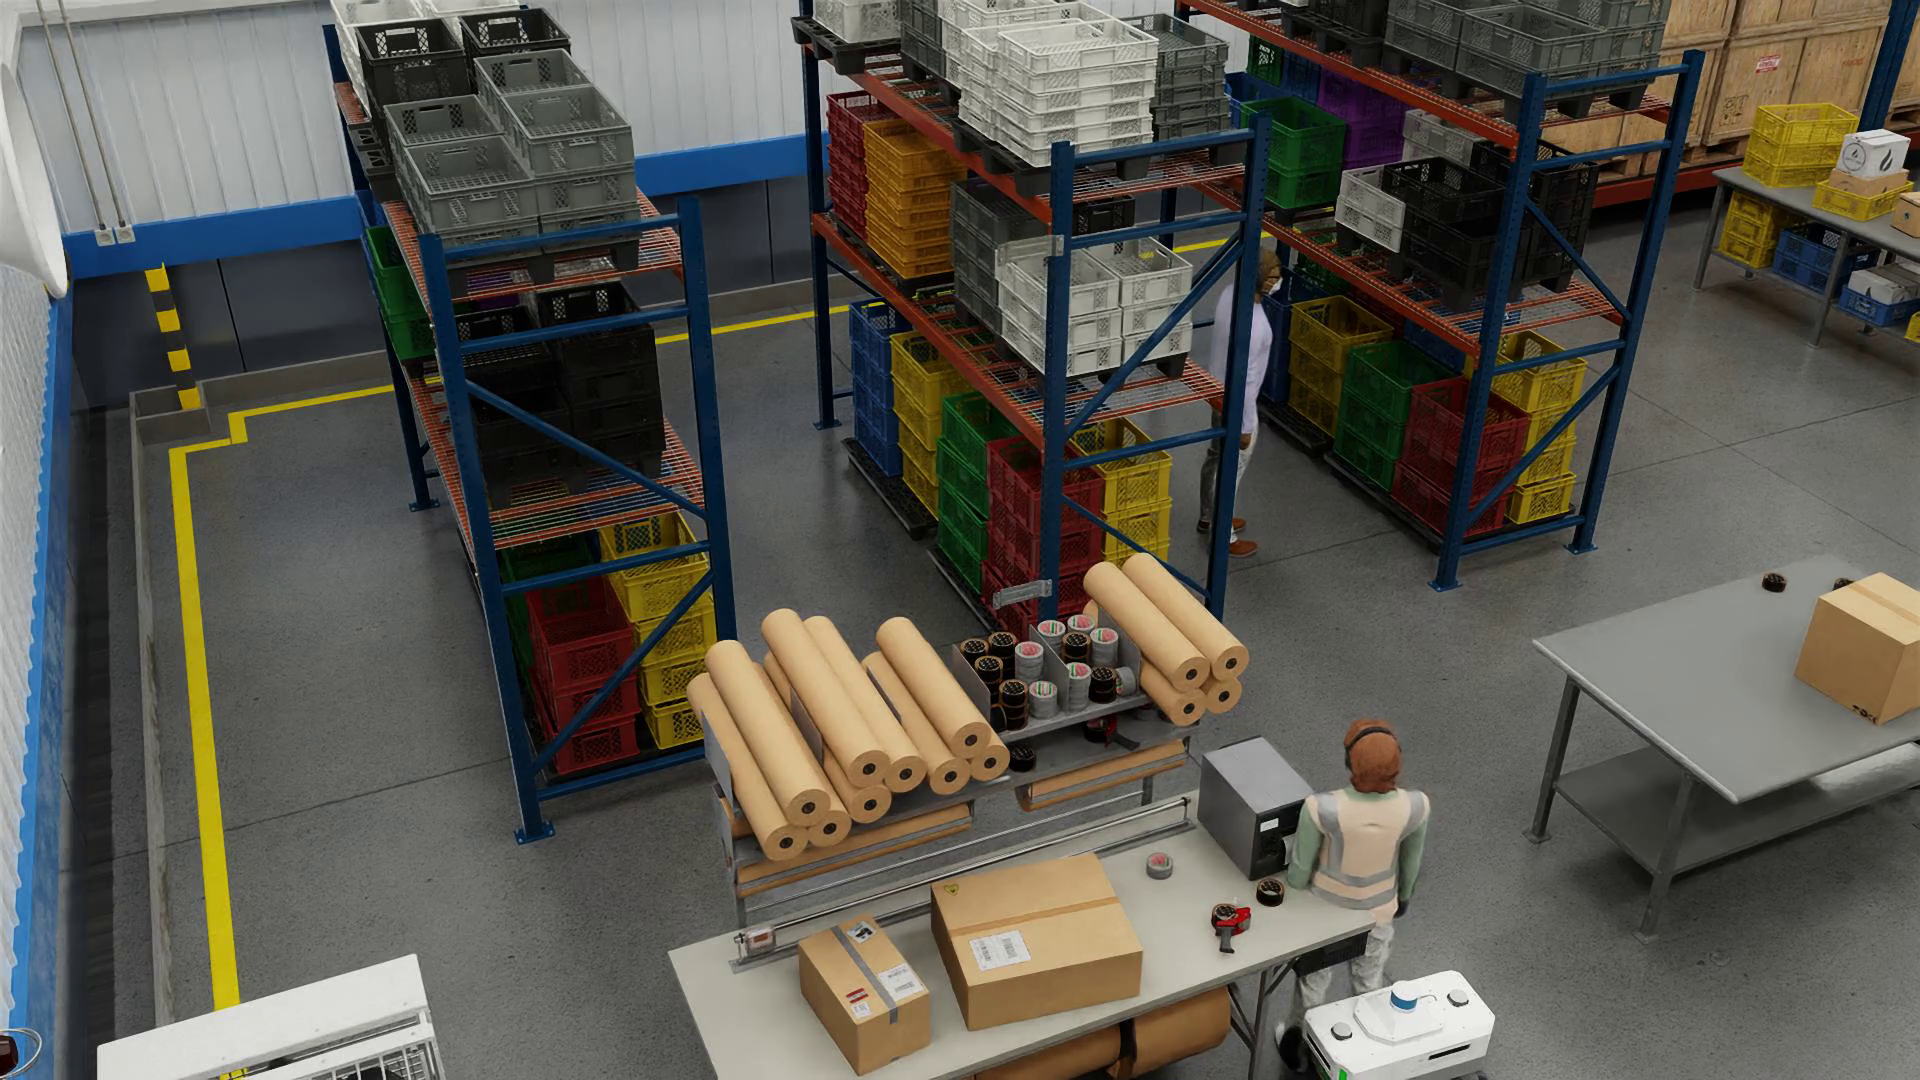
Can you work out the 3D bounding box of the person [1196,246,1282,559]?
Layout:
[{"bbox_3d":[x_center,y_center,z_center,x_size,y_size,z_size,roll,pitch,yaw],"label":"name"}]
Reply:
[{"bbox_3d":[1.610,-0.794,9.665,0.378,1.935,0.634,-1,32,-2],"label":"person"}]

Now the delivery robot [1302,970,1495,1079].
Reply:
[{"bbox_3d":[1.702,1.921,6.470,0.707,0.478,0.477,-10,33,-16],"label":"delivery robot"}]

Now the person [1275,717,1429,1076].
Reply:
[{"bbox_3d":[1.495,1.398,6.390,0.524,1.630,0.322,-4,32,-6],"label":"person"}]
